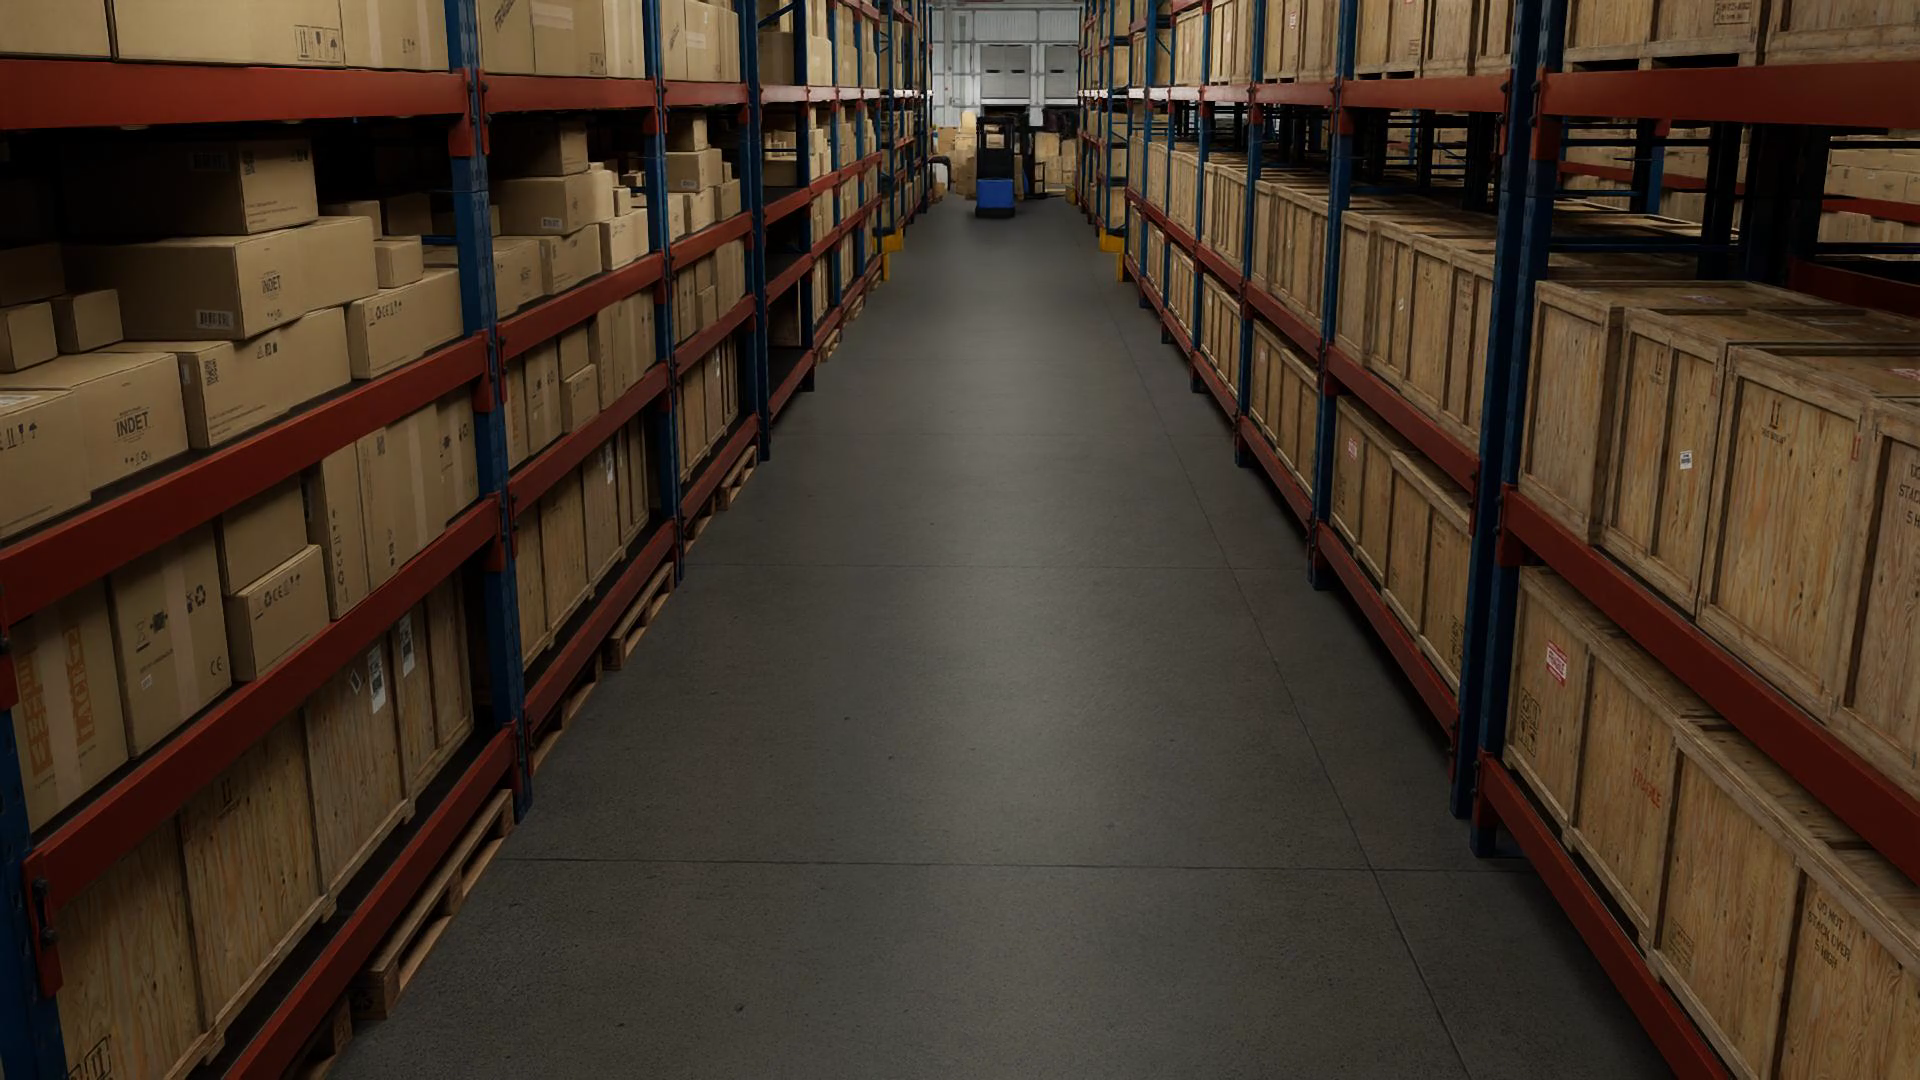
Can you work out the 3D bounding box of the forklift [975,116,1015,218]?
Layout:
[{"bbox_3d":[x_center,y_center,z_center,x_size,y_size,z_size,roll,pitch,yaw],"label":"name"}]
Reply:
[{"bbox_3d":[1.009,-10.653,47.427,1.129,2.768,1.873,0,15,1],"label":"forklift"}]

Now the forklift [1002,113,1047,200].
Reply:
[{"bbox_3d":[1.805,-12.524,54.389,1.873,2.768,1.129,-14,20,-42],"label":"forklift"}]

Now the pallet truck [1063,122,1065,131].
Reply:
[{"bbox_3d":[5.788,-21.111,88.014,1.885,1.965,0.823,5,16,18],"label":"pallet truck"}]

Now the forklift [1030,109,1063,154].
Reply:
[{"bbox_3d":[3.875,-16.728,70.032,1.129,2.768,1.873,-11,19,-36],"label":"forklift"}]

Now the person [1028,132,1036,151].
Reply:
[{"bbox_3d":[3.403,-18.044,76.767,0.646,1.927,0.539,-4,16,-15],"label":"person"}]
